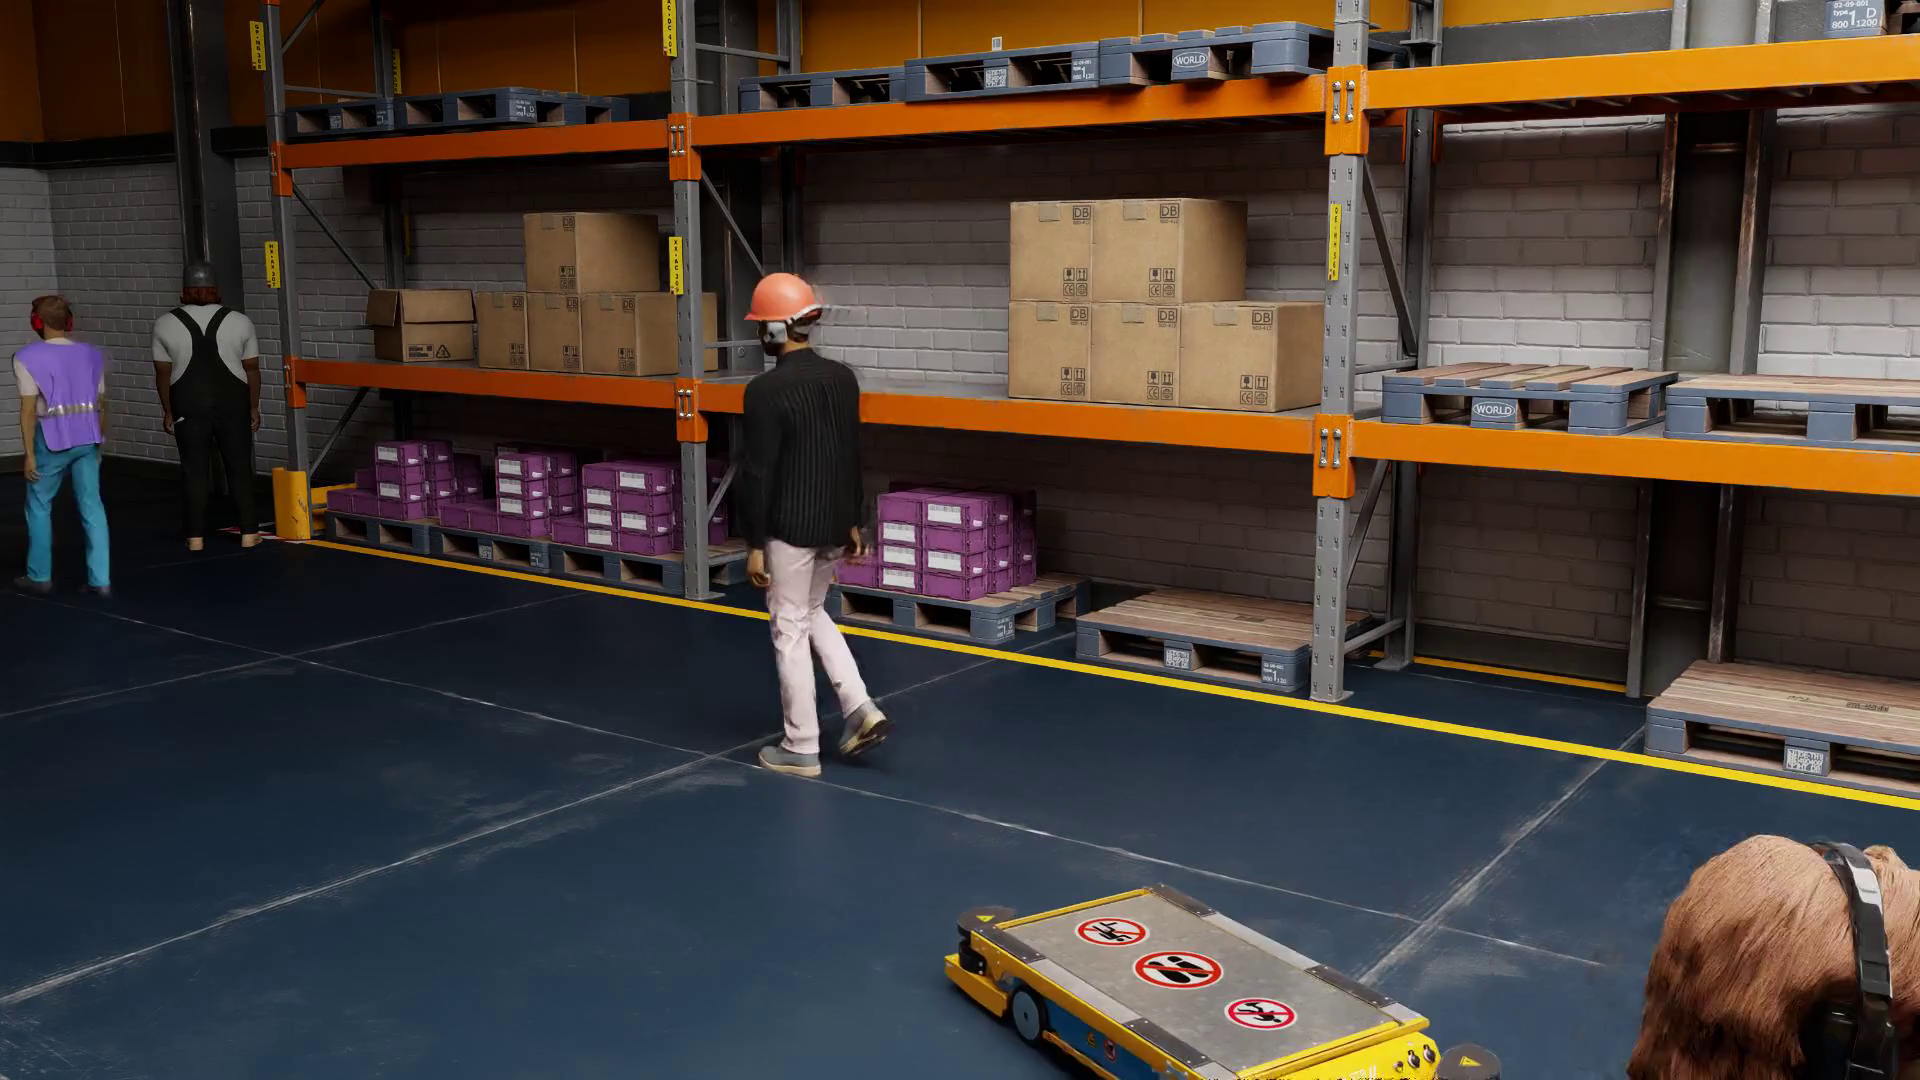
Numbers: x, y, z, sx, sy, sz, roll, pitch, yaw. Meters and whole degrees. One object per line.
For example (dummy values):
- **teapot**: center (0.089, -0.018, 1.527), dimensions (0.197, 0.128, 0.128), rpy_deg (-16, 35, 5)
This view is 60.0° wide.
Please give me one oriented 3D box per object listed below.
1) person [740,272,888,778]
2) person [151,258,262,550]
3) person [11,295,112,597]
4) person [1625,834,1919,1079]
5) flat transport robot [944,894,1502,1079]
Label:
- **person**: center (-0.613, -0.048, 6.510), dimensions (0.477, 1.974, 0.641), rpy_deg (7, 12, 37)
- **person**: center (-5.277, -0.952, 11.706), dimensions (0.682, 2.000, 0.537), rpy_deg (-4, 10, -22)
- **person**: center (-5.470, -0.558, 10.046), dimensions (0.829, 1.809, 0.595), rpy_deg (5, 11, 29)
- **person**: center (0.609, 1.011, 1.348), dimensions (0.893, 1.580, 0.533), rpy_deg (5, 11, 26)
- **flat transport robot**: center (0.606, 1.196, 4.179), dimensions (0.652, 0.197, 1.431), rpy_deg (-6, 11, -31)
